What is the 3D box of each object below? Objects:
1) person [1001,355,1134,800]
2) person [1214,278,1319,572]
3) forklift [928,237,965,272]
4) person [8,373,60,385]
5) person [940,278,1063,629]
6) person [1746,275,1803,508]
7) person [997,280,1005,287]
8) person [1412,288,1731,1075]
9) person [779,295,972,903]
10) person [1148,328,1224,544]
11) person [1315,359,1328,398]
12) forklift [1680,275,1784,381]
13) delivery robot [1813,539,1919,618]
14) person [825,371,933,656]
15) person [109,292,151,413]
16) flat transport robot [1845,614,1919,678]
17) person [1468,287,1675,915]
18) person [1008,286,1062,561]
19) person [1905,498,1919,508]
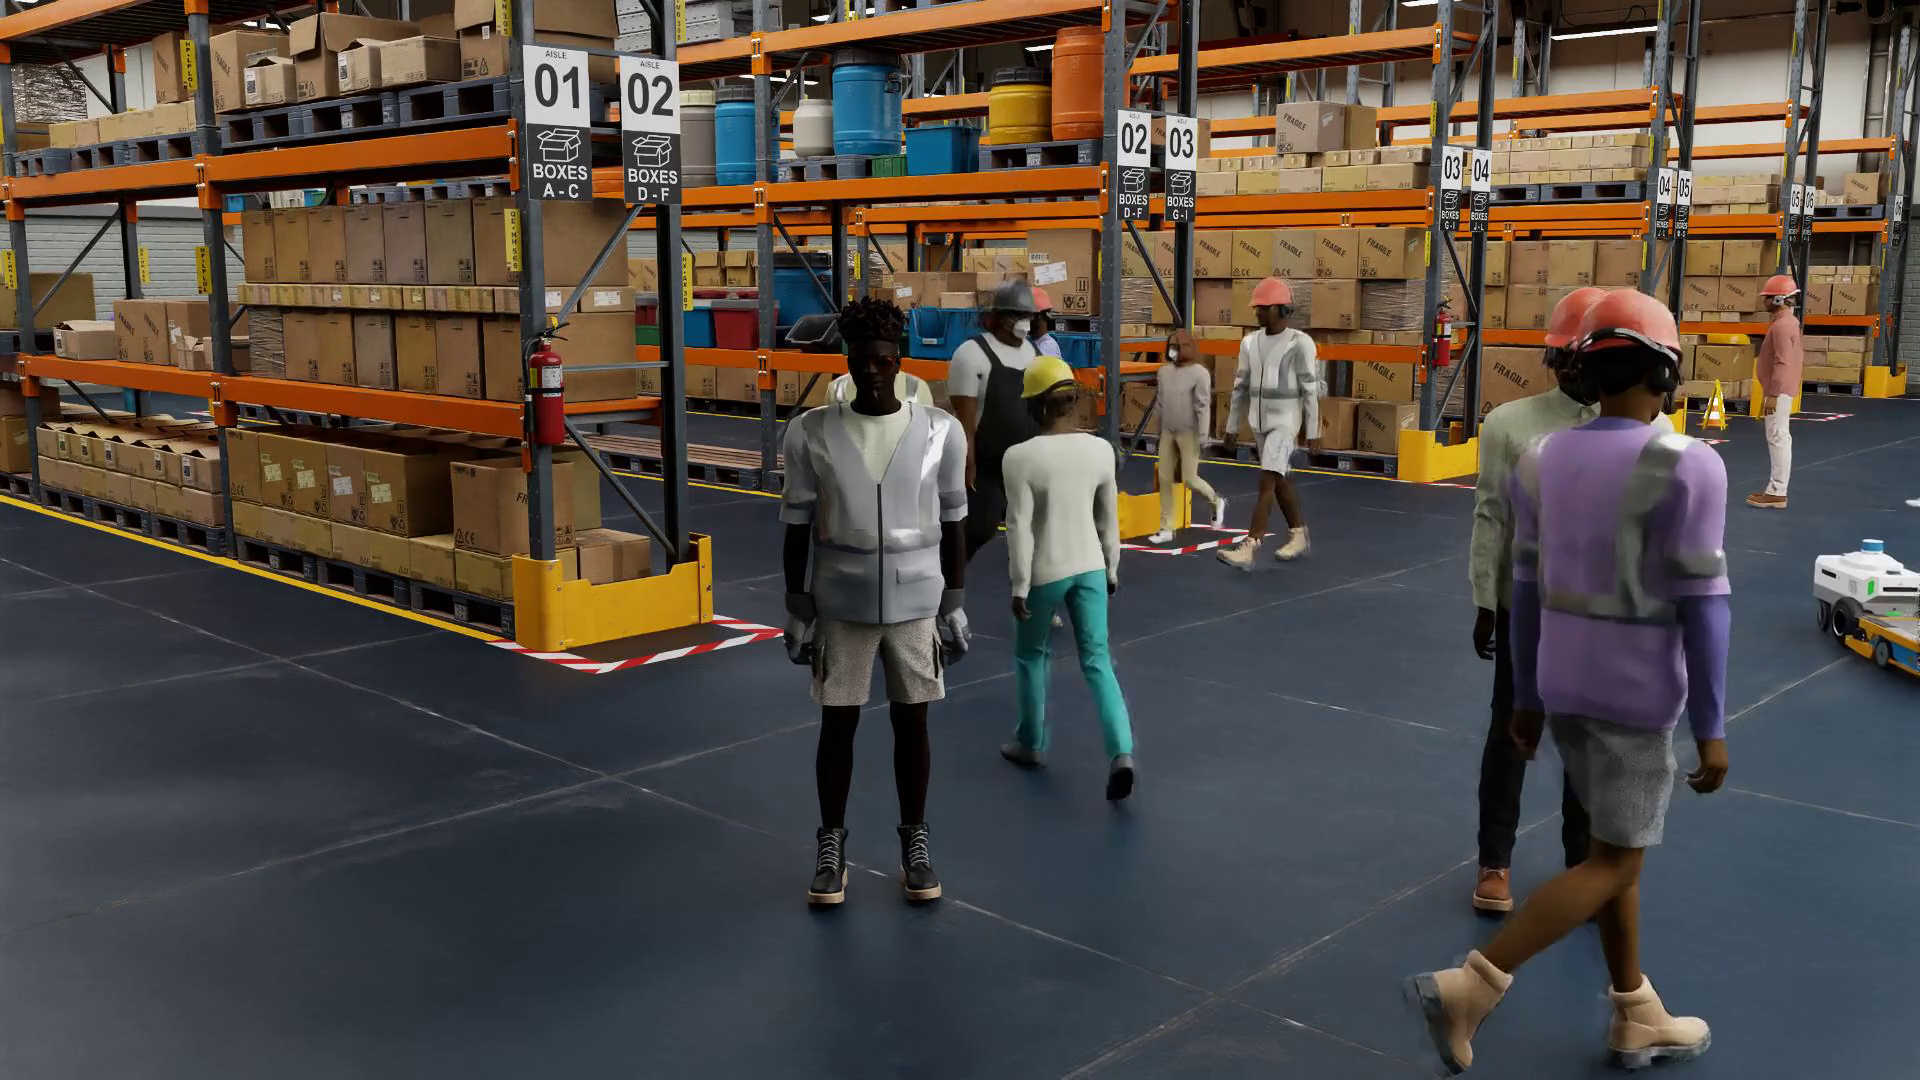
[{"bbox_3d":[0.434,0.132,6.562,0.536,1.724,0.898,-4,10,-24],"label":"person"},{"bbox_3d":[2.134,-0.802,11.482,1.055,1.986,0.635,-7,12,-37],"label":"person"},{"bbox_3d":[-0.326,-5.817,39.609,1.129,2.768,1.873,9,13,43],"label":"forklift"},{"bbox_3d":[-11.357,-2.098,20.427,0.917,1.633,0.546,6,11,33],"label":"person"},{"bbox_3d":[0.225,-0.511,9.646,0.686,2.000,0.853,-6,11,-30],"label":"person"},{"bbox_3d":[7.065,-1.287,14.414,0.395,1.993,0.614,6,11,32],"label":"person"},{"bbox_3d":[0.505,-1.690,17.057,0.353,1.936,0.633,7,12,37],"label":"person"},{"bbox_3d":[1.540,0.386,4.136,0.879,2.009,0.640,-4,10,-22],"label":"person"},{"bbox_3d":[-0.269,0.201,5.376,0.618,1.963,0.361,-1,9,-7],"label":"person"},{"bbox_3d":[1.724,-0.795,12.586,0.607,1.618,0.505,-8,12,-41],"label":"person"},{"bbox_3d":[4.542,-2.401,21.416,0.372,1.940,0.627,7,12,38],"label":"person"},{"bbox_3d":[12.480,-3.427,27.053,1.214,2.155,2.313,9,13,43],"label":"forklift"},{"bbox_3d":[5.082,0.240,9.298,0.477,0.478,0.707,1,9,4],"label":"delivery robot"},{"bbox_3d":[-0.415,-0.249,8.620,0.598,1.800,0.713,0,9,-1],"label":"person"},{"bbox_3d":[-10.087,-2.177,20.407,0.609,1.808,0.809,-4,10,-25],"label":"person"},{"bbox_3d":[5.063,0.598,8.260,0.652,0.197,1.431,1,9,4],"label":"flat transport robot"},{"bbox_3d":[1.929,0.205,5.274,0.612,1.991,0.392,1,9,8],"label":"person"},{"bbox_3d":[0.513,-0.753,11.317,0.356,1.938,0.543,0,9,-2],"label":"person"},{"bbox_3d":[8.584,-1.189,14.261,0.619,1.855,0.547,5,10,26],"label":"person"}]
